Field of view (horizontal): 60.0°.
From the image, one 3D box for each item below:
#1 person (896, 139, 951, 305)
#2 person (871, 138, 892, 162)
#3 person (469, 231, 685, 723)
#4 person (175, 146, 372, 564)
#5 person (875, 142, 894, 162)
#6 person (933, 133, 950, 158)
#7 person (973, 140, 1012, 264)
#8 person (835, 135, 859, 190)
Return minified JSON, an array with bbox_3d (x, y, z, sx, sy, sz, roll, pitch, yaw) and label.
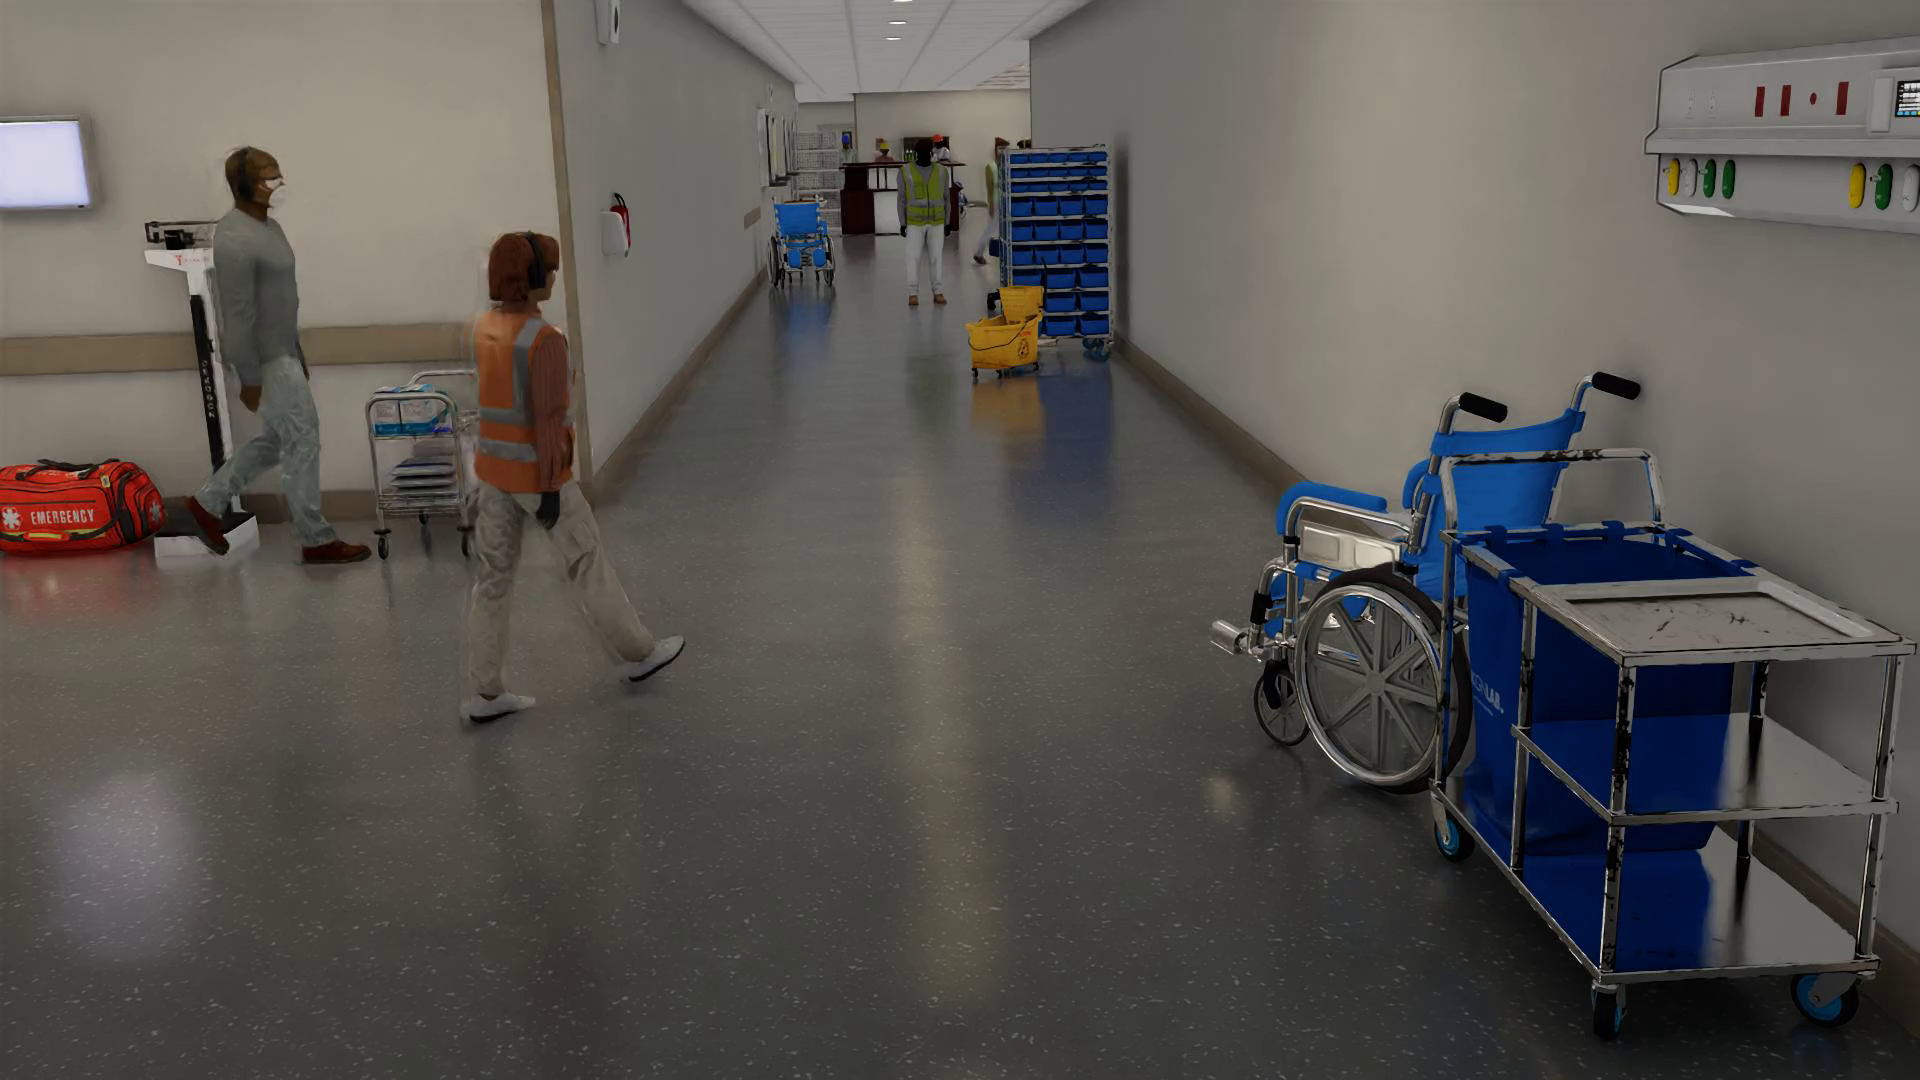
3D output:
[{"bbox_3d":[-0.391,-3.576,18.745,0.626,1.844,0.429,-5,14,-13],"label":"person"},{"bbox_3d":[-1.840,-8.597,39.479,0.874,1.881,0.642,8,16,33],"label":"person"},{"bbox_3d":[-1.360,-0.224,5.585,0.515,1.596,0.848,10,18,40],"label":"person"},{"bbox_3d":[-3.214,-0.808,7.552,0.776,1.918,0.631,-4,14,-11],"label":"person"},{"bbox_3d":[-1.712,-8.269,38.348,0.525,1.769,0.313,-12,17,-35],"label":"person"},{"bbox_3d":[-0.503,-8.919,40.536,0.545,1.929,0.390,5,15,27],"label":"person"},{"bbox_3d":[0.548,-4.880,24.125,0.973,1.798,0.586,10,18,41],"label":"person"},{"bbox_3d":[-2.807,-9.074,41.401,0.607,1.948,0.389,-3,14,-4],"label":"person"}]
